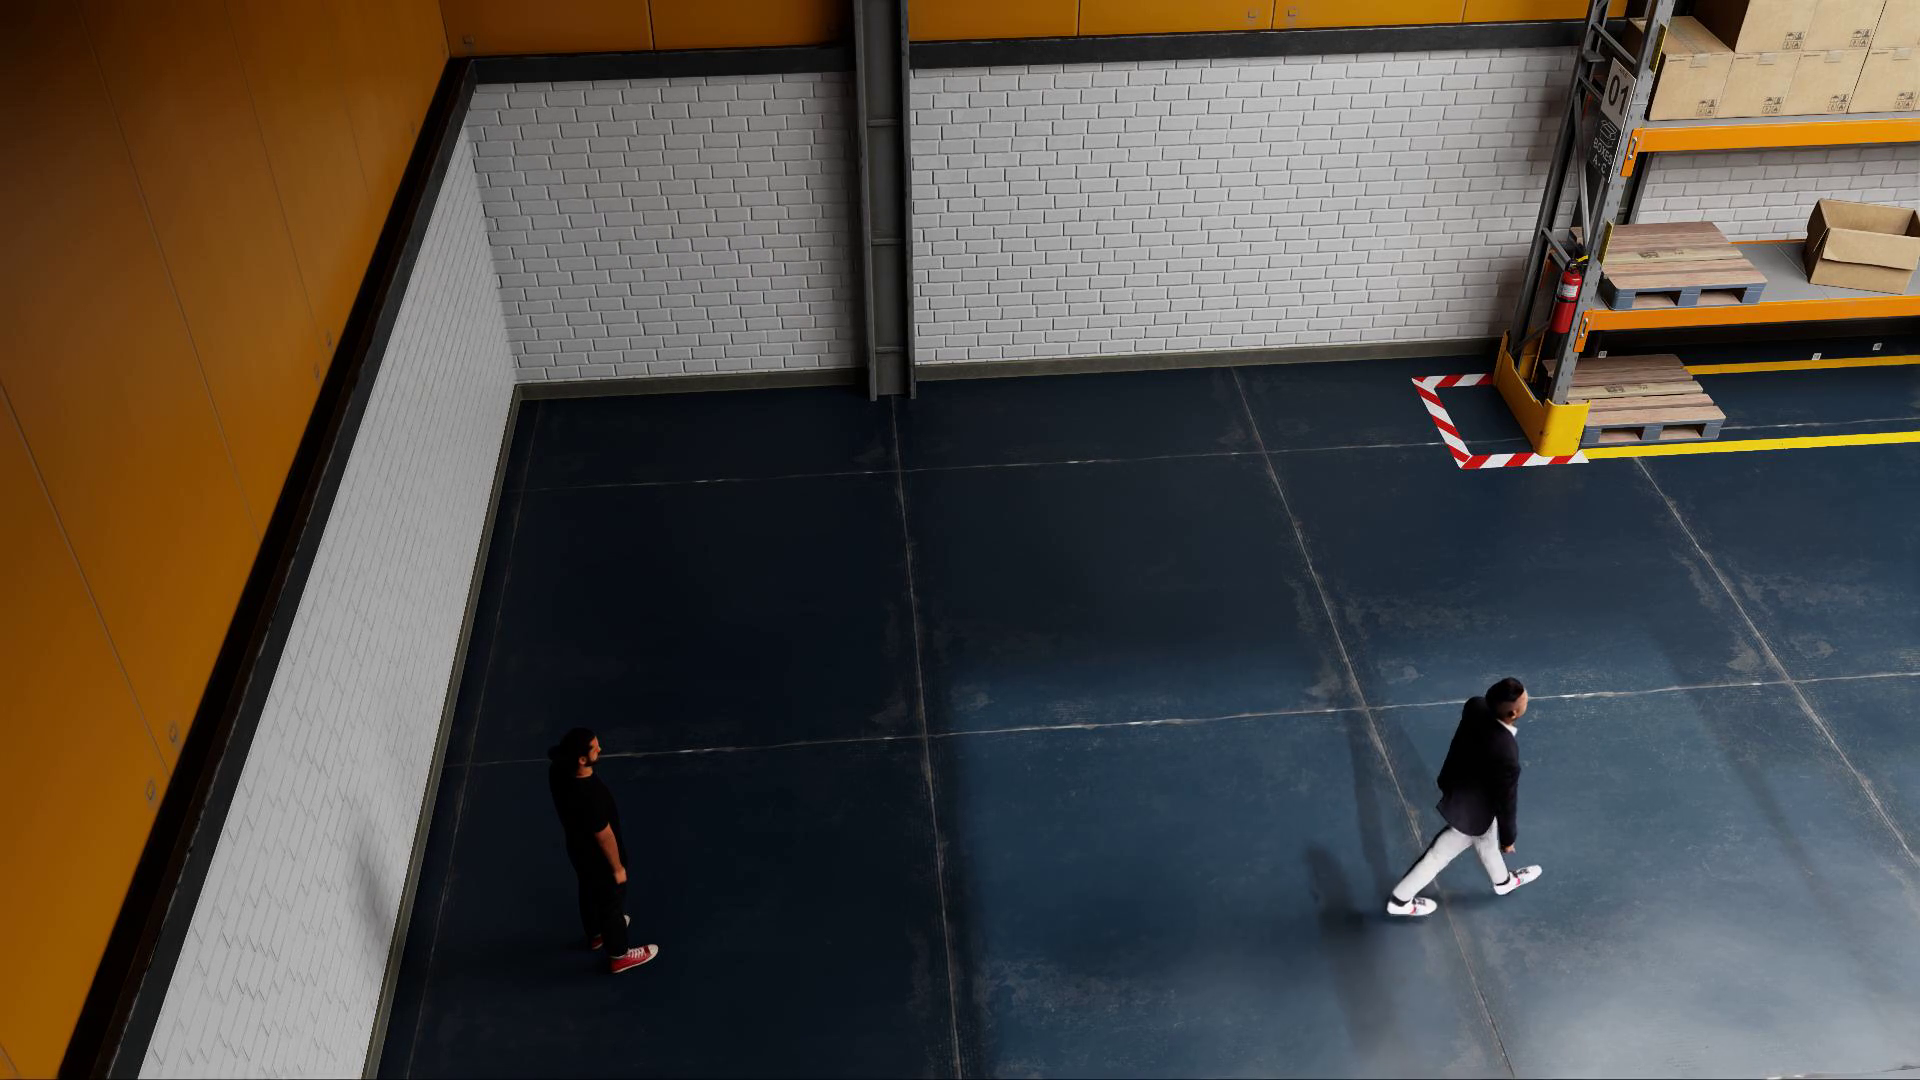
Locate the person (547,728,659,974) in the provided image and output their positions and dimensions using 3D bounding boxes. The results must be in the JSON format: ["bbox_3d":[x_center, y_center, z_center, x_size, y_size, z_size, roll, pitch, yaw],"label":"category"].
[{"bbox_3d":[-2.017,1.709,9.175,0.745,1.755,0.716,-29,47,-31],"label":"person"}]

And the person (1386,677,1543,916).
[{"bbox_3d":[2.784,1.476,9.346,1.159,1.905,0.743,-2,39,-3],"label":"person"}]
